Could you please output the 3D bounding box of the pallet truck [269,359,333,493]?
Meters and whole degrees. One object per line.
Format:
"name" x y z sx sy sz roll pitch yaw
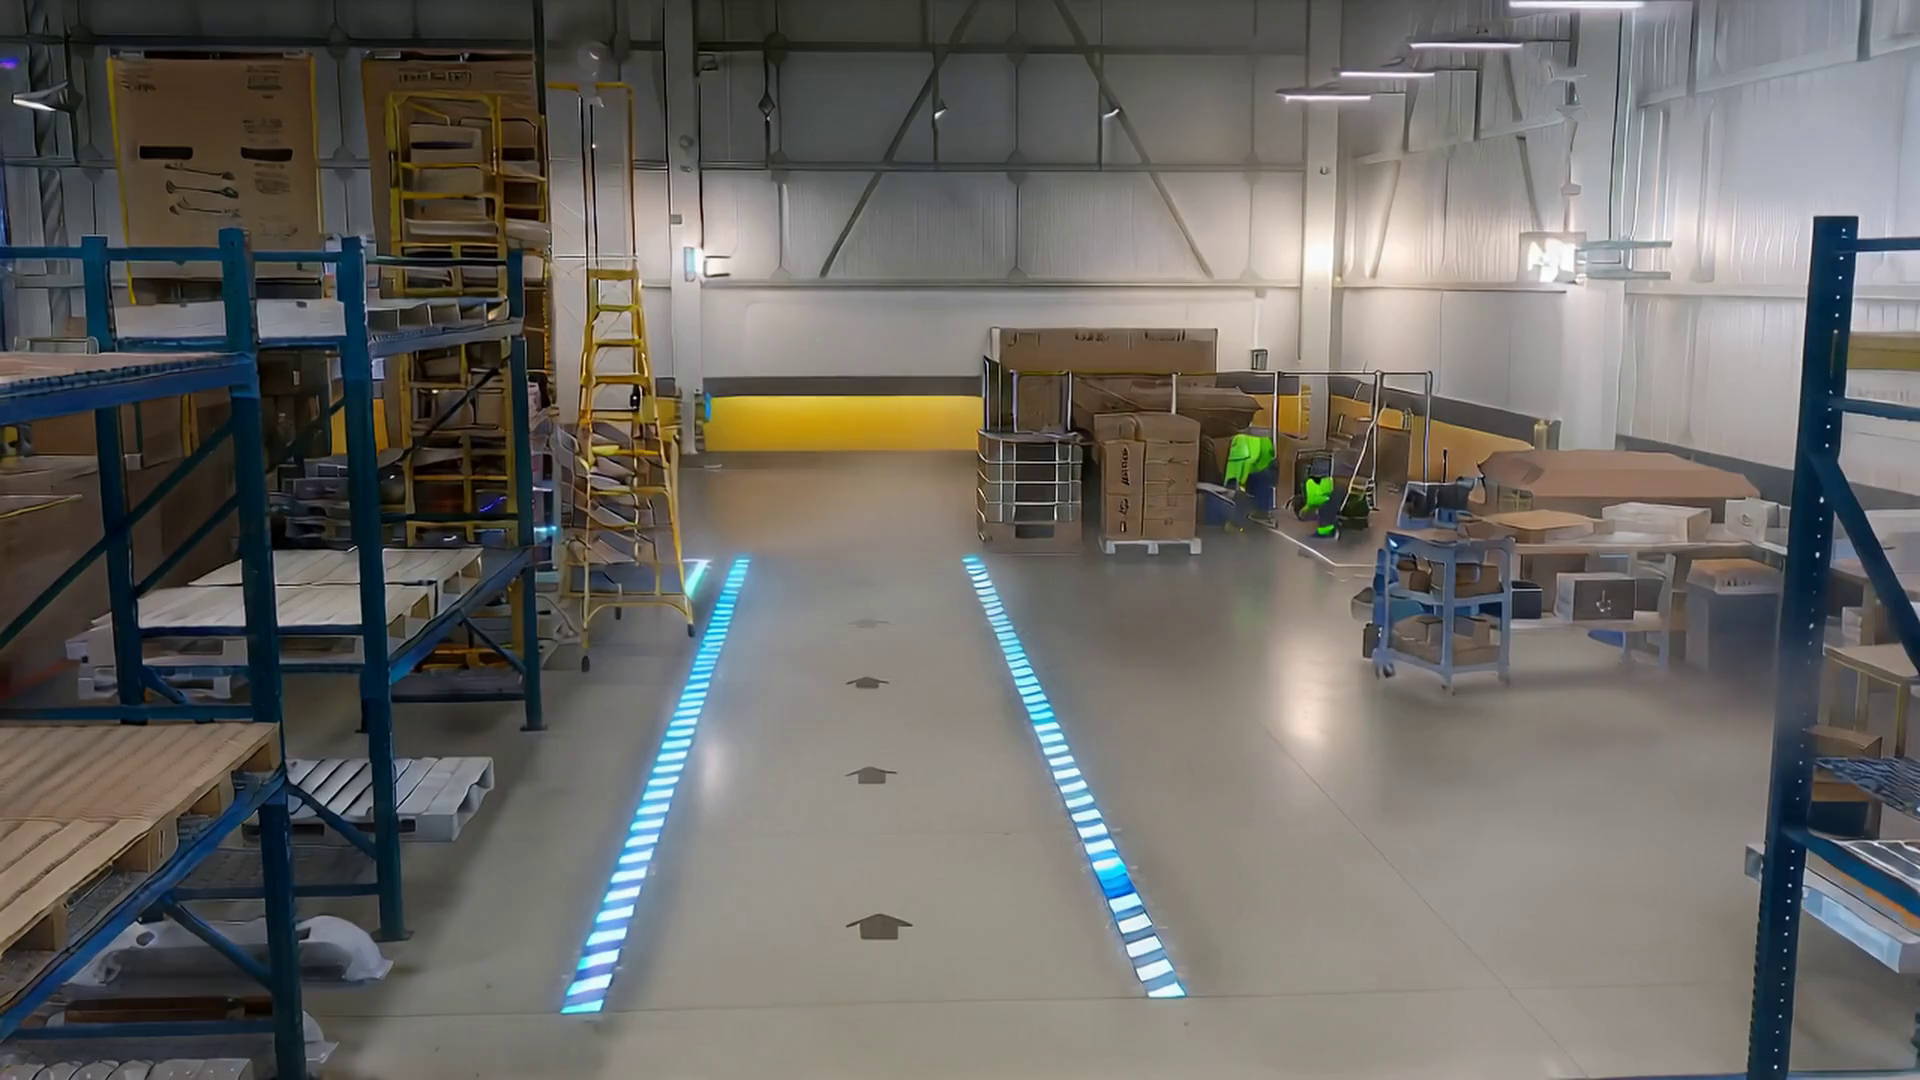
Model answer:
"pallet truck" -7.062 -1.131 18.996 1.885 1.965 0.823 2 9 13
